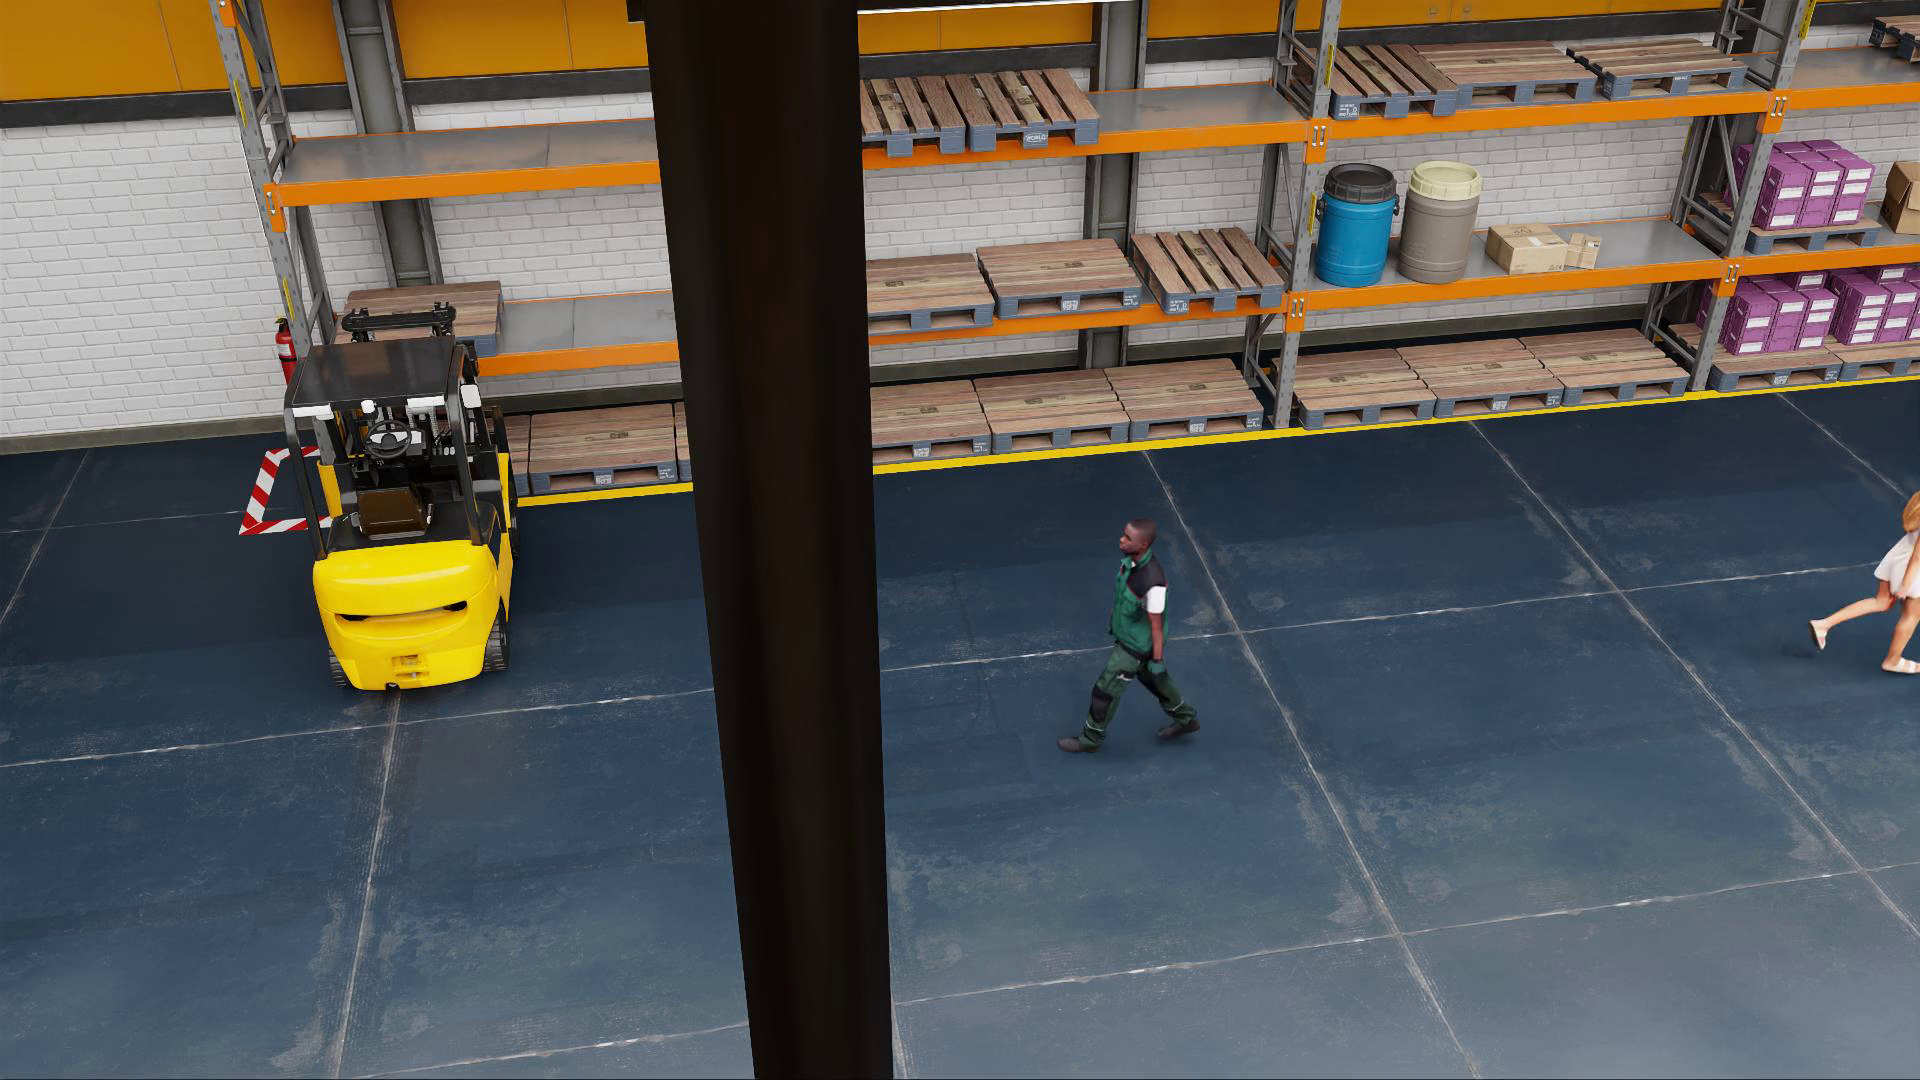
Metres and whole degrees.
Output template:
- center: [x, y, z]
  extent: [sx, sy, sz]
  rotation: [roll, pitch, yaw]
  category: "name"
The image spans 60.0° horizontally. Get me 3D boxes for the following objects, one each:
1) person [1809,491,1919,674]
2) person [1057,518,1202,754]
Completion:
- center: [6.407, 0.193, 11.420]
  extent: [1.093, 1.670, 0.819]
  rotation: [7, 34, 10]
  category: "person"
- center: [1.224, 0.638, 10.638]
  extent: [1.200, 1.796, 0.720]
  rotation: [-4, 34, -7]
  category: "person"
